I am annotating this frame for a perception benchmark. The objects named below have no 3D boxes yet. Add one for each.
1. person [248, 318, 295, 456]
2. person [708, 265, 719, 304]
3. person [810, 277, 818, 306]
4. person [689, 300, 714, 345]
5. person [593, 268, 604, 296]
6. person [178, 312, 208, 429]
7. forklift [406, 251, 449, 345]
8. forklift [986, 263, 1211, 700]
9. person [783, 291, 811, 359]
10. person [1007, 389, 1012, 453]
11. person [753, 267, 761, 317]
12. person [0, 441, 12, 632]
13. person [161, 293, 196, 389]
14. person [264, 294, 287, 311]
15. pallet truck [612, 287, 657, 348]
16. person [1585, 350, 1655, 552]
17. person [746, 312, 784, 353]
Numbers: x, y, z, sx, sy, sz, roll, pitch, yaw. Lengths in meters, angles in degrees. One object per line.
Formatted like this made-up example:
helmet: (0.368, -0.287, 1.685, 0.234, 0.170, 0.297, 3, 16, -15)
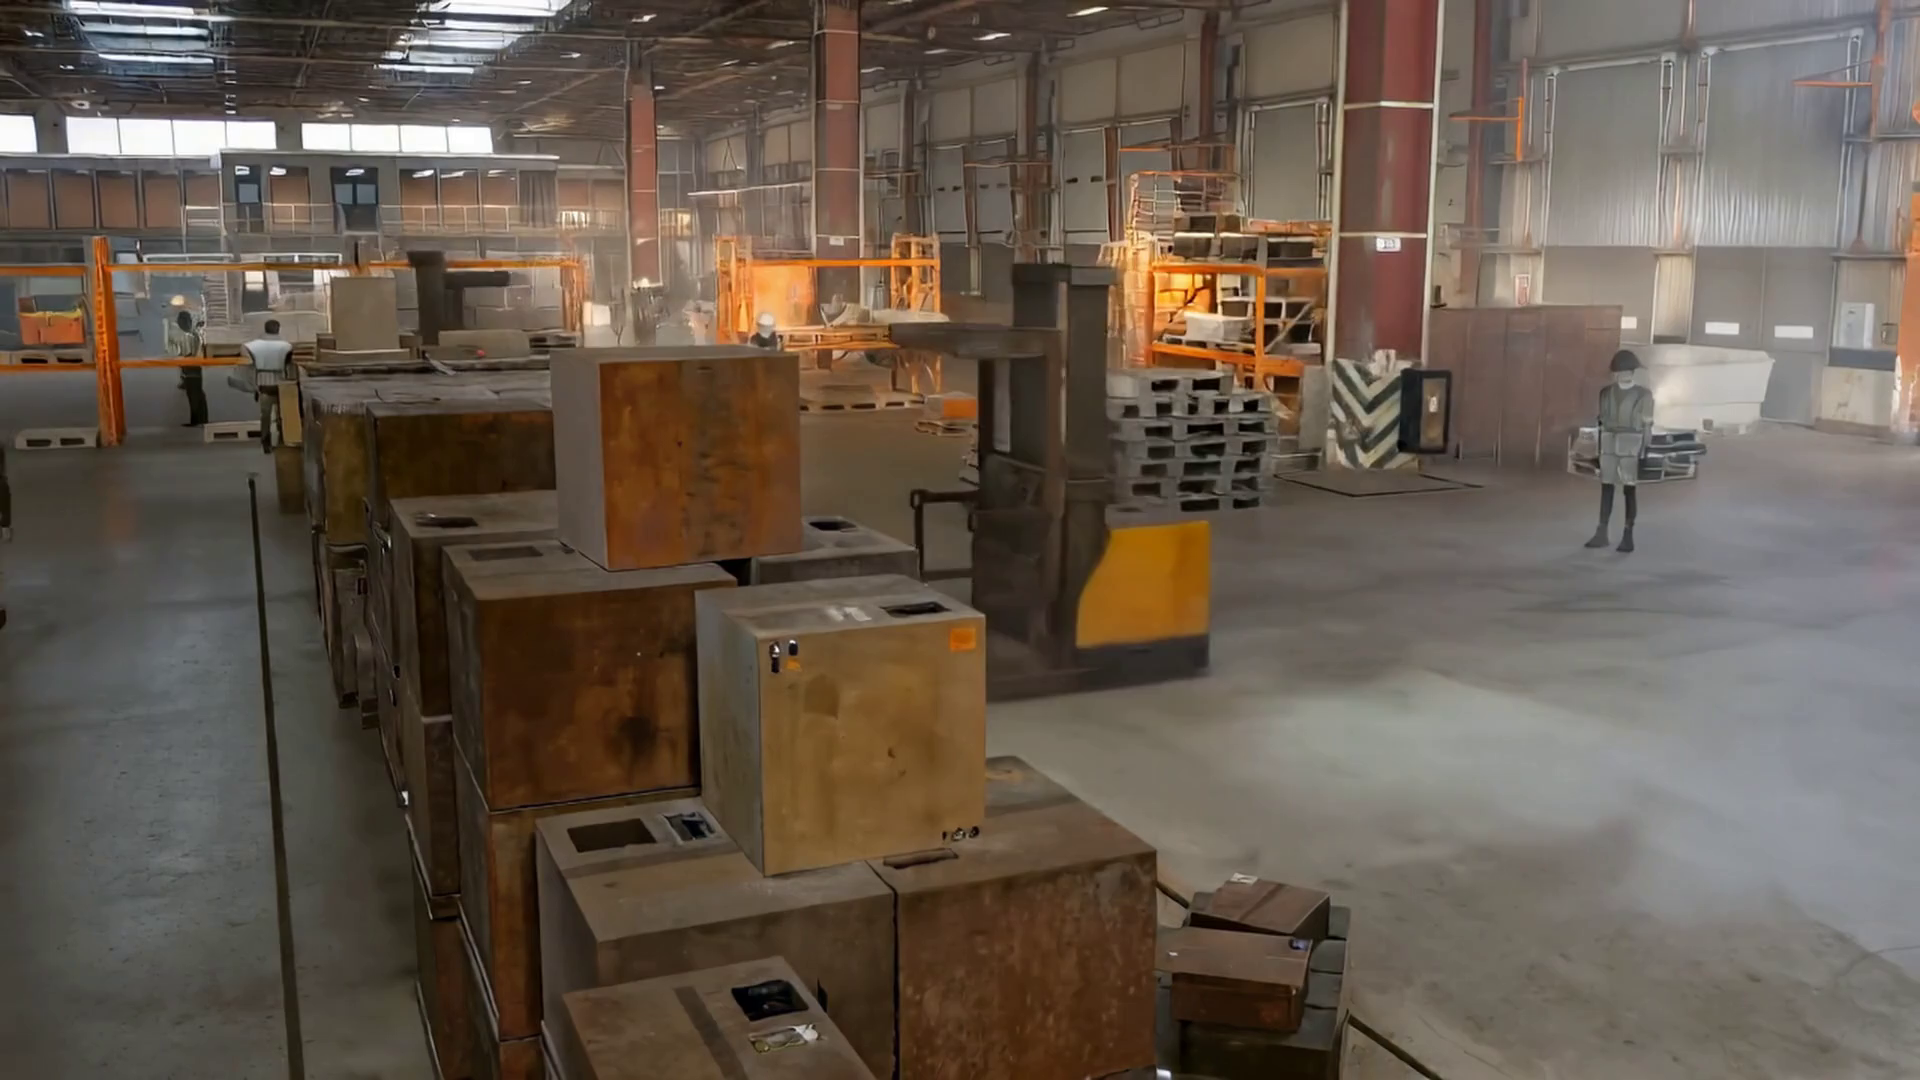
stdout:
person: (-9.454, -2.090, 22.896, 0.590, 1.910, 0.406, 0, 10, 0)
person: (-11.246, -11.729, 75.892, 0.613, 1.963, 0.934, -5, 11, -24)
person: (-3.972, -6.543, 47.317, 0.615, 1.945, 0.404, -3, 11, -15)
person: (-5.660, -4.449, 36.584, 0.854, 1.652, 0.548, 5, 12, 28)
person: (-14.701, -10.190, 67.713, 0.430, 1.845, 0.622, -3, 11, -16)
person: (-12.134, -2.669, 26.247, 0.329, 1.844, 0.509, 1, 10, 6)
forklift: (-7.164, -2.527, 22.611, 1.873, 2.768, 1.129, -4, 11, -23)
forklift: (0.683, -0.472, 11.285, 1.873, 2.768, 1.129, -4, 11, -23)
person: (-4.151, -5.358, 41.473, 0.898, 1.700, 0.490, -2, 10, -11)
person: (0.598, -0.598, 14.766, 0.351, 1.878, 0.569, -4, 11, -22)
person: (-7.791, -9.559, 64.000, 0.368, 1.927, 0.587, 0, 10, 1)
person: (-7.235, -0.139, 12.105, 0.643, 1.920, 0.666, -3, 11, -14)
person: (-15.605, -3.972, 33.240, 0.653, 1.914, 0.440, -3, 11, -17)
person: (-14.475, -4.344, 35.544, 0.738, 1.825, 0.379, -10, 14, -42)
pallet truck: (-6.464, -4.406, 35.401, 0.823, 1.965, 1.885, 6, 12, 32)
person: (6.344, -0.852, 15.976, 0.361, 1.939, 0.543, -10, 14, -43)
person: (-2.846, -2.378, 24.408, 0.594, 1.930, 0.353, -6, 12, -28)
